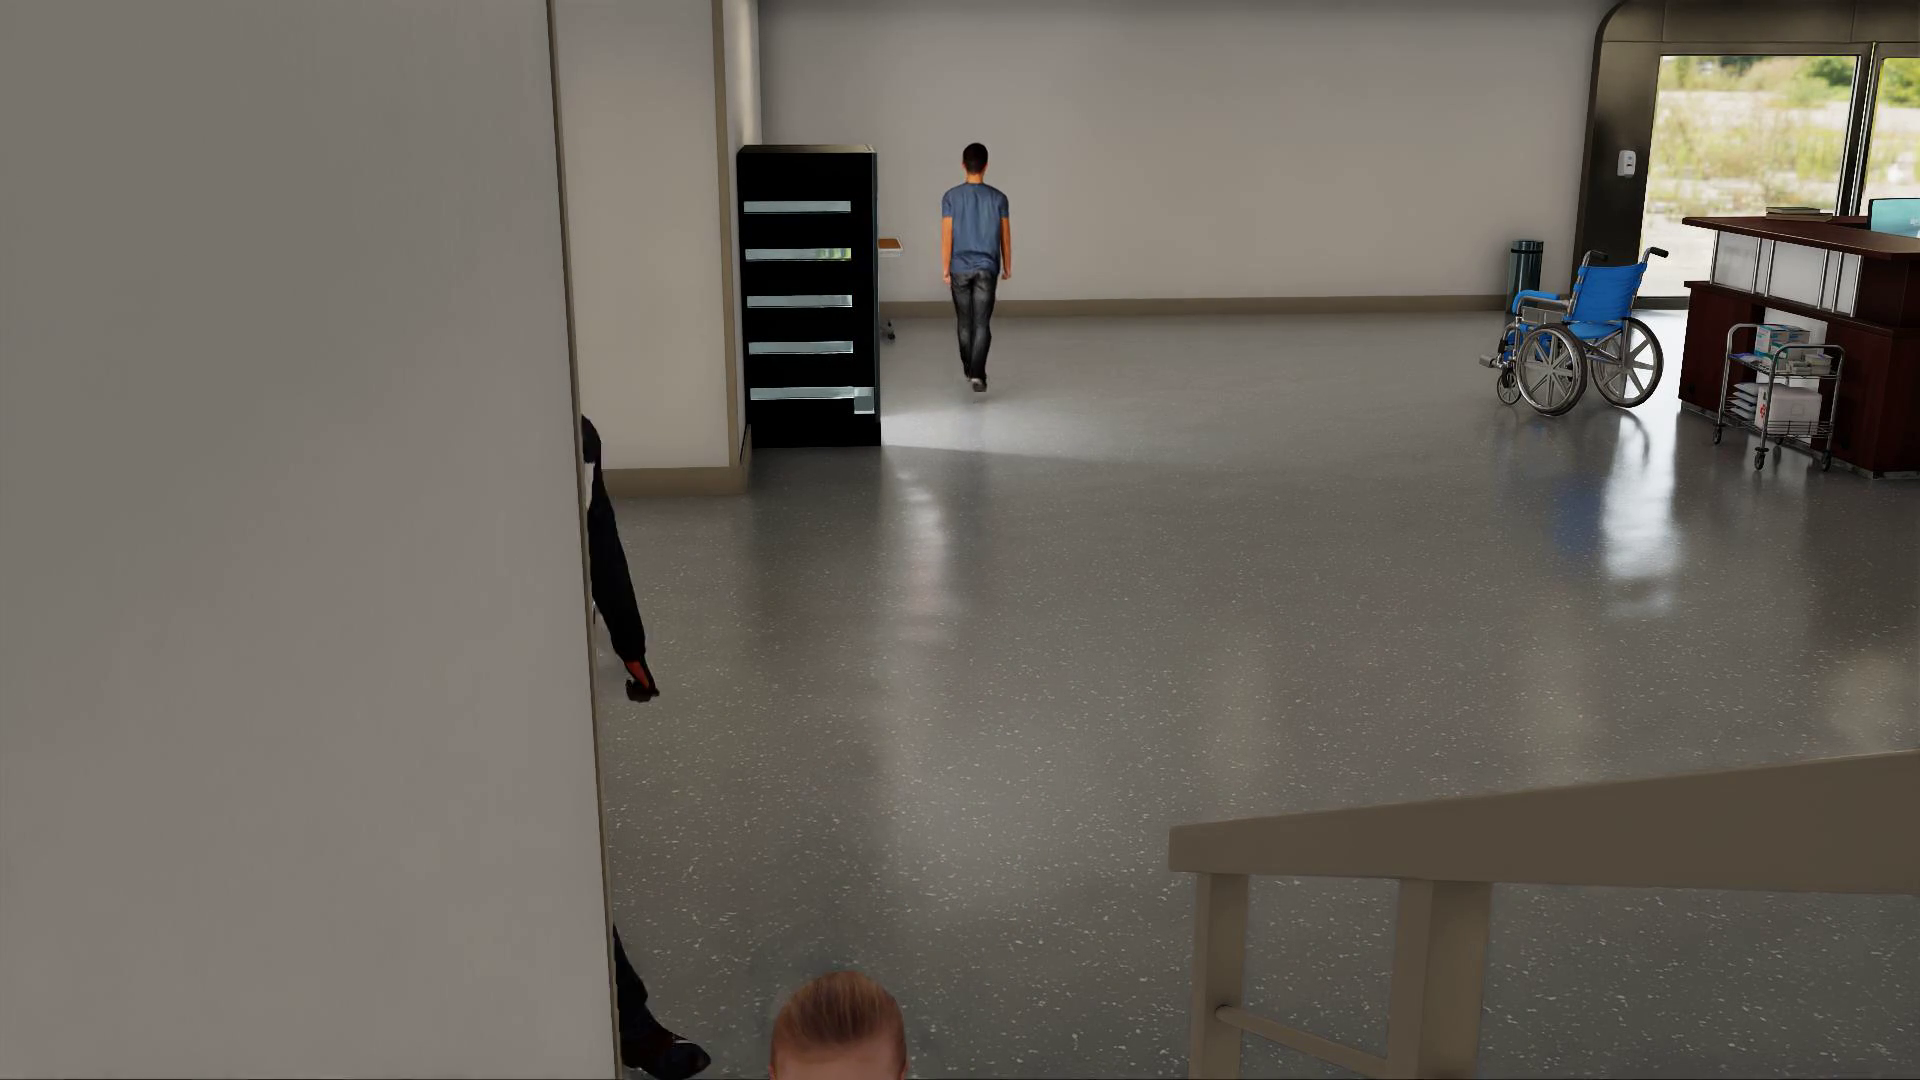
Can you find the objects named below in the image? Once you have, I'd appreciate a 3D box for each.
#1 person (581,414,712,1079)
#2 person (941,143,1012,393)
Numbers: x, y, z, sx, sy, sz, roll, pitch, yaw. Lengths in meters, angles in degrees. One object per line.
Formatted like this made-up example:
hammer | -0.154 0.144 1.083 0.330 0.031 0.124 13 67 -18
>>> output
person | -1.095 0.335 3.893 1.076 1.850 1.108 6 17 22
person | 0.108 -1.936 12.102 0.772 1.767 1.191 1 16 4
